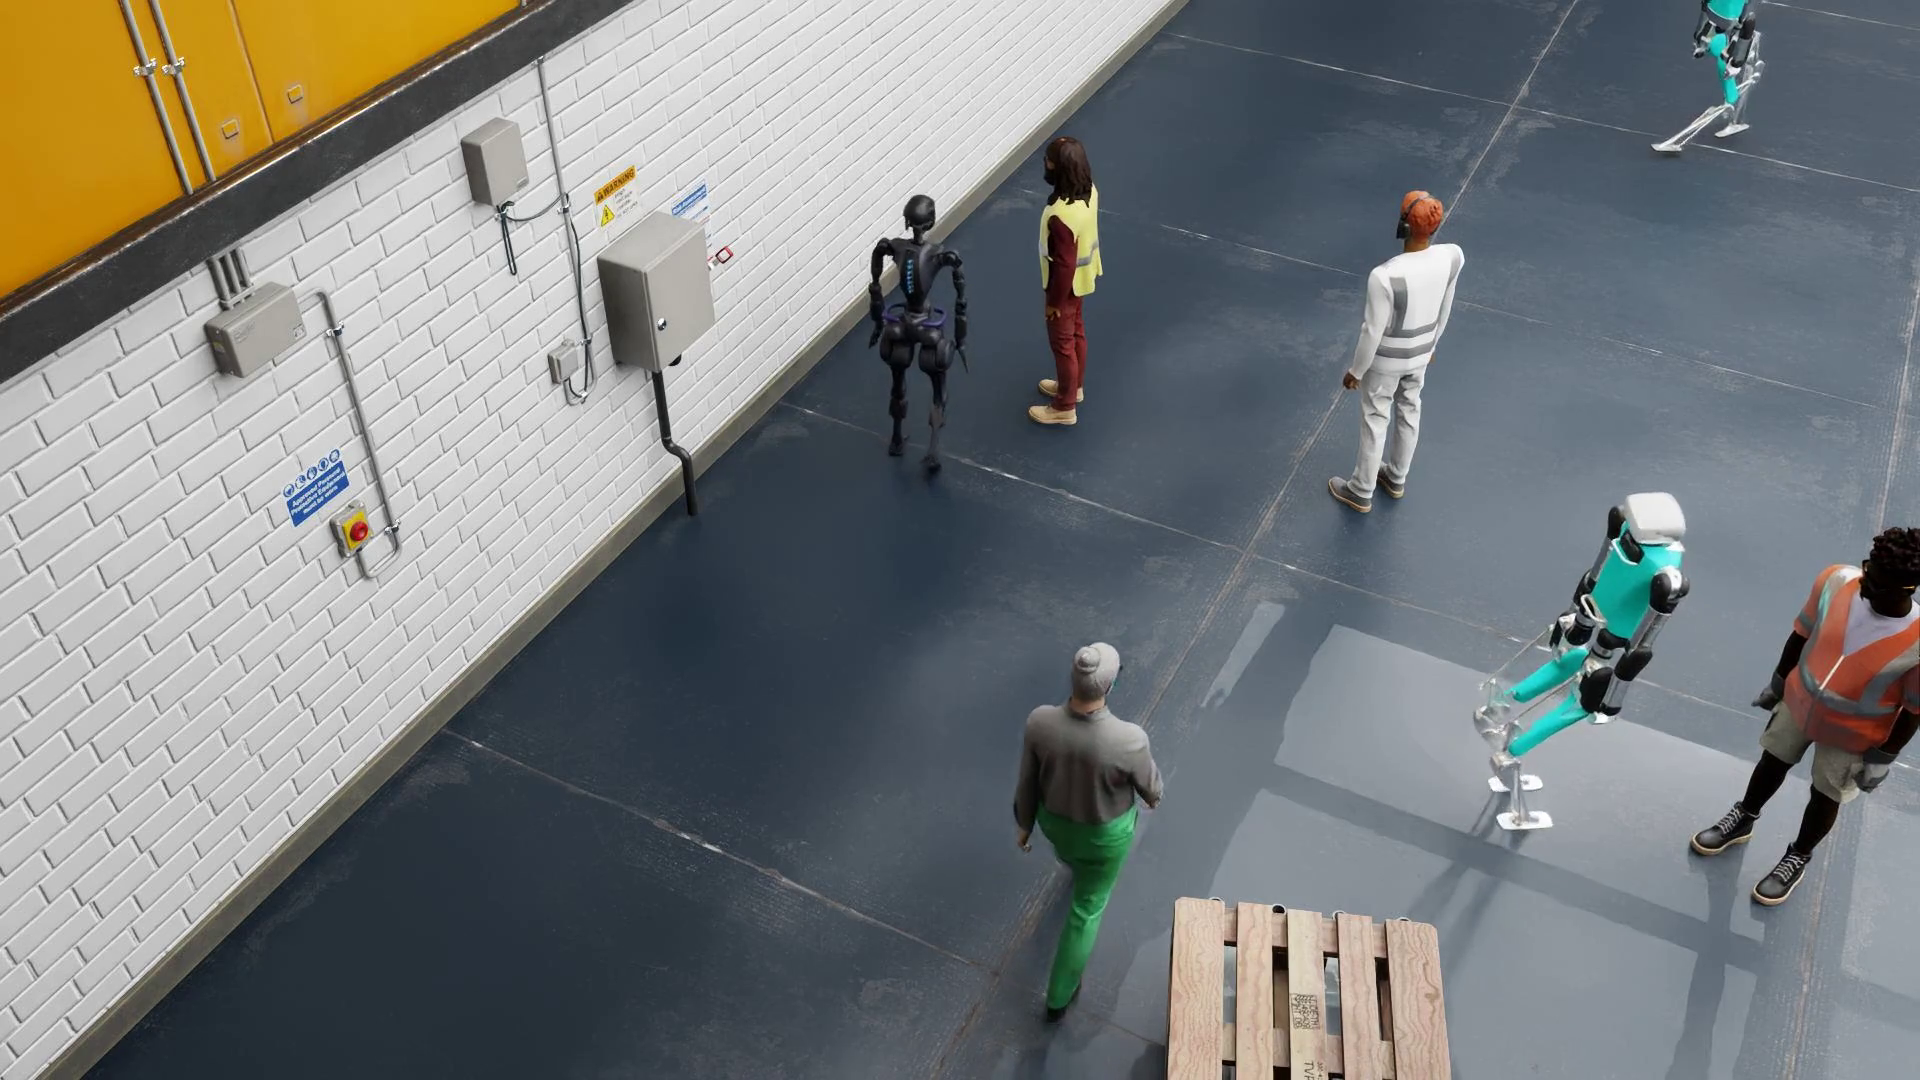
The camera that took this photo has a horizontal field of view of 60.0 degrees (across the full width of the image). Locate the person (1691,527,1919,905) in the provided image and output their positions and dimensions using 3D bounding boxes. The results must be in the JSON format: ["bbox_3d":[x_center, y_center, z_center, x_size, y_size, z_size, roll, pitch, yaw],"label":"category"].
[{"bbox_3d":[3.521,0.709,6.719,0.373,1.963,0.605,-20,45,-22],"label":"person"}]

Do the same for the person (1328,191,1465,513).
[{"bbox_3d":[2.280,-0.965,8.722,0.572,1.883,0.356,-19,44,-20],"label":"person"}]

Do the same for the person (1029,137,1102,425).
[{"bbox_3d":[0.606,-1.442,9.362,0.361,1.767,0.475,11,42,13],"label":"person"}]

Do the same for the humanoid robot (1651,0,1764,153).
[{"bbox_3d":[5.610,-3.548,11.859,1.027,1.762,0.541,-11,42,-12],"label":"humanoid robot"}]

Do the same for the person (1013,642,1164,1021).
[{"bbox_3d":[0.528,0.998,6.514,0.506,1.778,0.998,18,44,20],"label":"person"}]

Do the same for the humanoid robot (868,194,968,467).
[{"bbox_3d":[-0.253,-1.088,9.027,0.594,1.647,0.450,10,42,12],"label":"humanoid robot"}]

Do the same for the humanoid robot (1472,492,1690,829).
[{"bbox_3d":[2.526,0.547,7.068,0.704,1.760,0.531,-4,41,-5],"label":"humanoid robot"}]
